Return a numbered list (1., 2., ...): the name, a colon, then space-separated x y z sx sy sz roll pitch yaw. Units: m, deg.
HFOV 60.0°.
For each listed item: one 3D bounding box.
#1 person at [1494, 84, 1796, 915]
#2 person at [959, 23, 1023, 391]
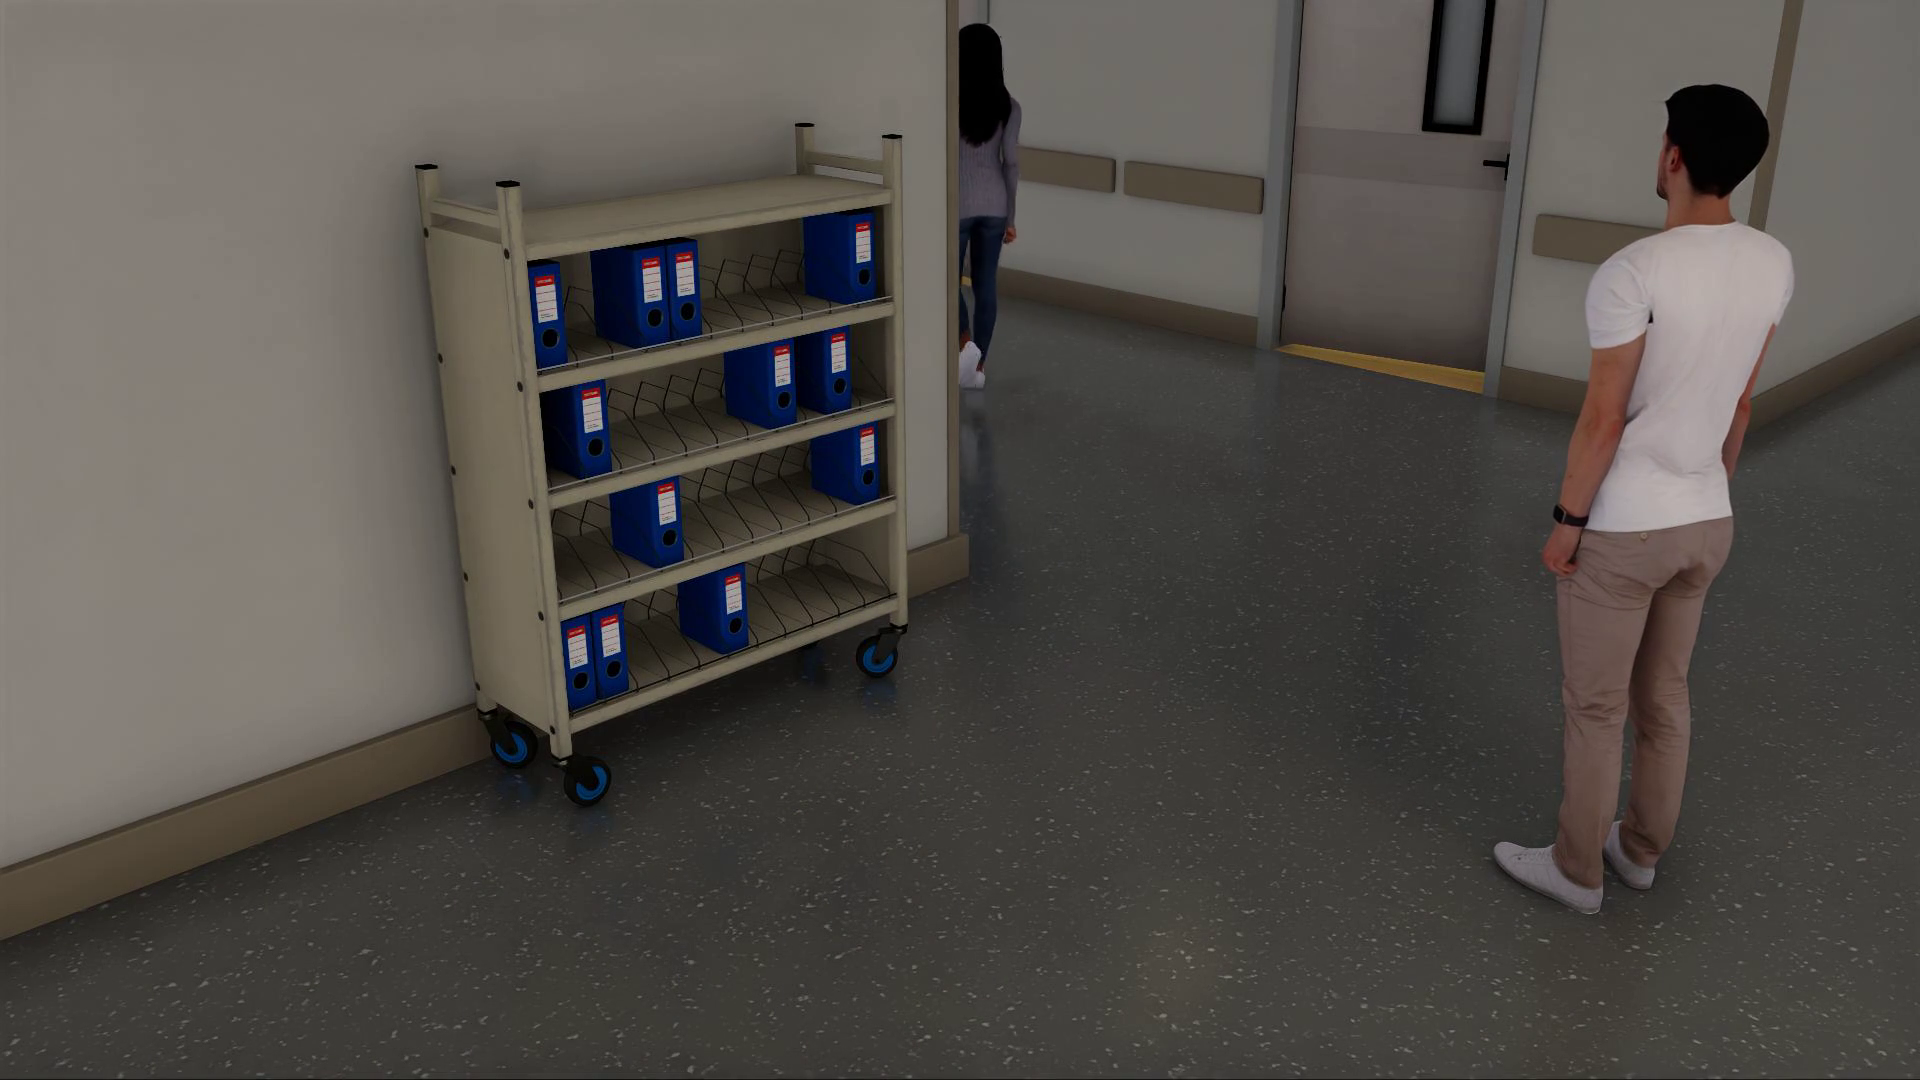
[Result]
1. person: 1.536 -0.047 3.709 0.669 1.888 0.818 -9 22 -22
2. person: 0.076 -1.511 7.804 0.960 1.725 0.958 -4 21 -10
